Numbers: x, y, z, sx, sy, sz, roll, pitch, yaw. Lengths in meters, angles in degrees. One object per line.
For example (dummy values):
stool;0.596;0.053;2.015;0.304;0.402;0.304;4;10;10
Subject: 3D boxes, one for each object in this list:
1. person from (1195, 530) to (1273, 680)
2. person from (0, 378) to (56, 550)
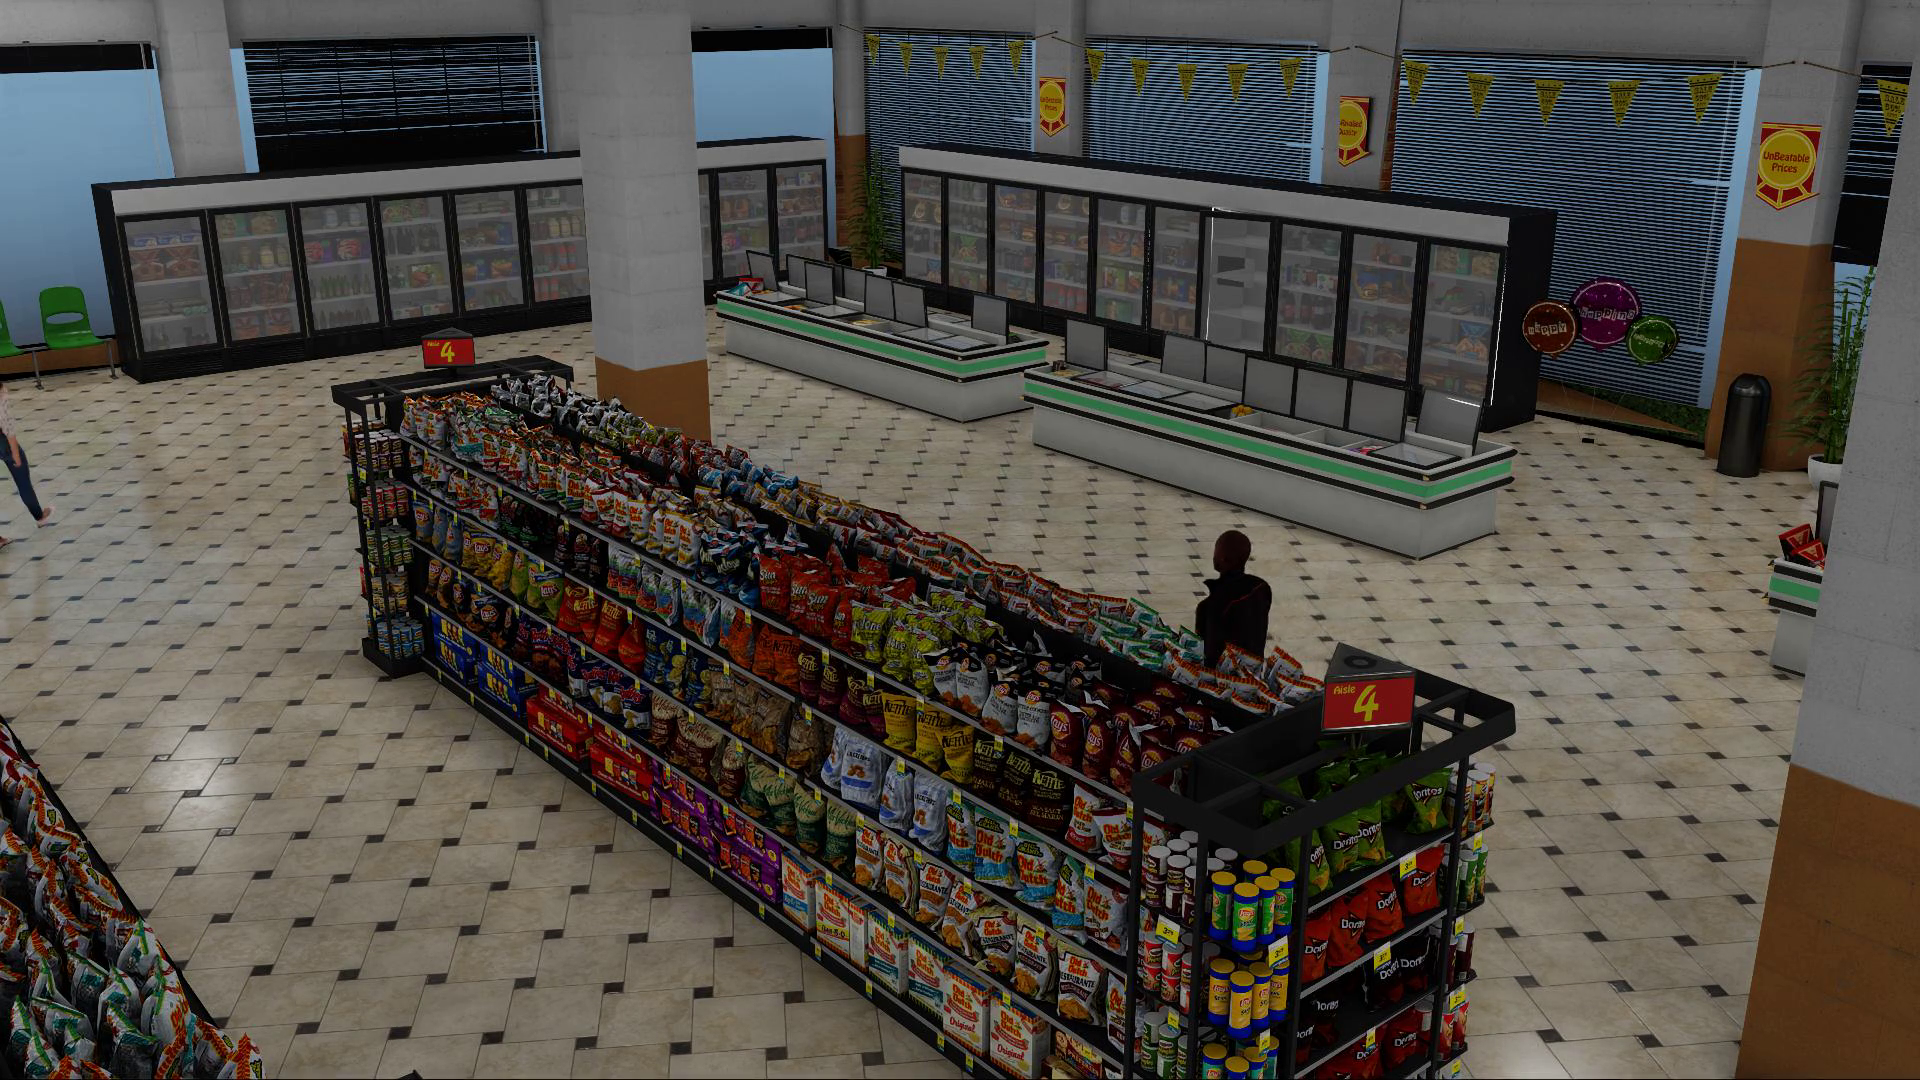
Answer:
person;1.558;0.853;9.151;1.177;1.789;0.797;17;25;41
person;-8.169;-0.735;14.014;1.030;1.691;1.129;0;19;0
